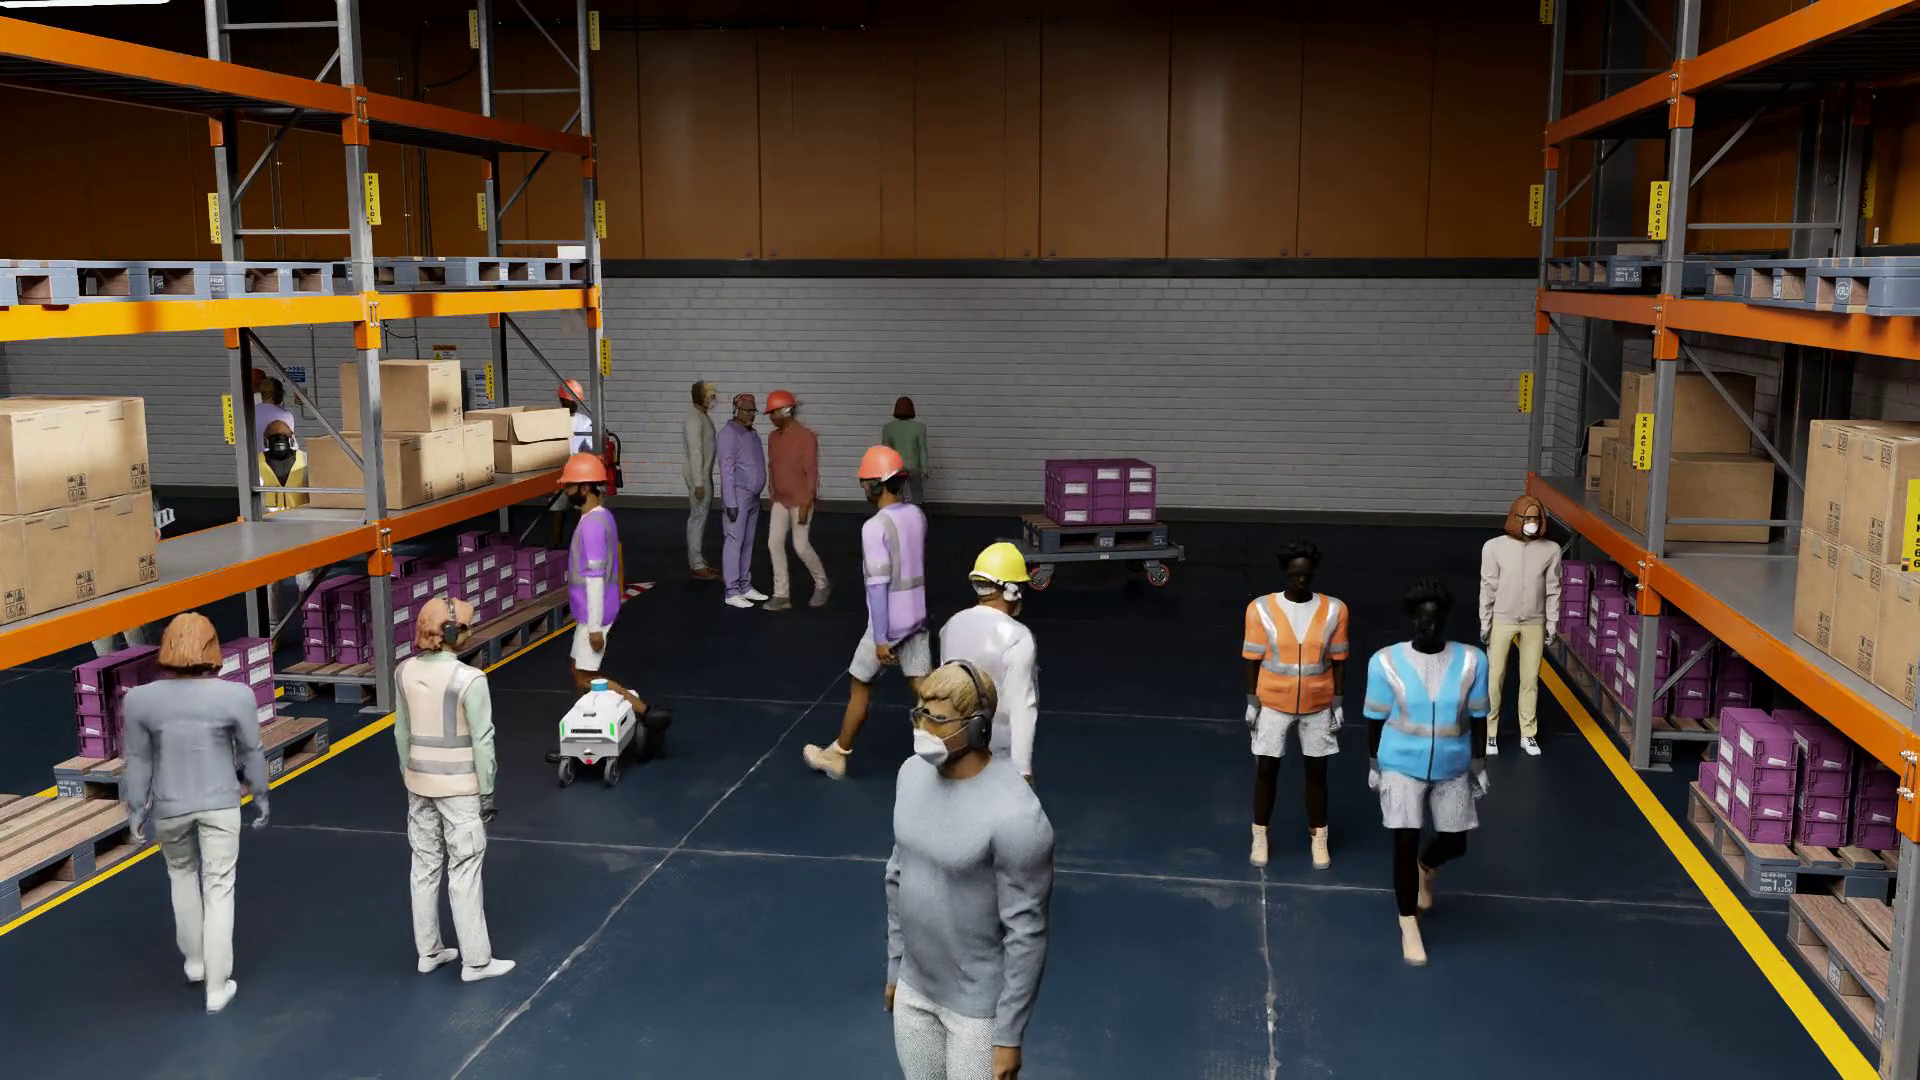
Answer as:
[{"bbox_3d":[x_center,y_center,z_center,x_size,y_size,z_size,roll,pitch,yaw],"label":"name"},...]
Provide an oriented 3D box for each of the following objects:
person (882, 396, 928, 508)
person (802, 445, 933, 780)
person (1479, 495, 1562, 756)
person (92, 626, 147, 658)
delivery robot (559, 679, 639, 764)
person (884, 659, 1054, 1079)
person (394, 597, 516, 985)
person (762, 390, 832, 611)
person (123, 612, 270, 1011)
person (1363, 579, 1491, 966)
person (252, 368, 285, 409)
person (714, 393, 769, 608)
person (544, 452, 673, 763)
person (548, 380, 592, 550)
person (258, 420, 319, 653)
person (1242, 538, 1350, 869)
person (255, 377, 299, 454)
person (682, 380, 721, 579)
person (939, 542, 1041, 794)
[{"bbox_3d":[-0.596,-0.765,18.233,0.527,1.617,0.349,2,9,11],"label":"person"},{"bbox_3d":[-0.463,0.449,9.615,1.036,1.993,0.632,6,11,32],"label":"person"},{"bbox_3d":[3.449,0.527,10.276,0.497,1.629,0.277,0,9,2],"label":"person"},{"bbox_3d":[-6.159,0.173,11.976,0.733,1.789,0.442,4,10,23],"label":"person"},{"bbox_3d":[-2.142,1.073,9.909,0.477,0.478,0.707,0,9,1],"label":"delivery robot"},{"bbox_3d":[-0.006,1.281,4.664,0.372,1.940,0.632,-7,12,-38],"label":"person"},{"bbox_3d":[-2.158,1.051,7.005,0.515,1.638,0.315,5,10,28],"label":"person"},{"bbox_3d":[-1.455,-0.356,14.687,0.633,1.953,0.699,8,12,40],"label":"person"},{"bbox_3d":[-3.122,1.085,6.868,0.520,1.611,0.624,-2,9,-14],"label":"person"},{"bbox_3d":[2.031,0.978,7.307,0.547,1.681,0.569,1,9,5],"label":"person"},{"bbox_3d":[-7.982,-1.018,19.015,0.355,1.882,0.576,9,13,43],"label":"person"},{"bbox_3d":[-1.927,-0.359,14.892,0.403,1.904,0.637,3,10,17],"label":"person"},{"bbox_3d":[-2.154,0.424,10.032,0.700,1.920,0.547,-1,9,-8],"label":"person"},{"bbox_3d":[-3.834,-0.615,16.408,0.545,1.926,0.380,-7,11,-36],"label":"person"},{"bbox_3d":[-5.296,-0.026,13.068,0.621,1.836,0.430,-4,10,-23],"label":"person"},{"bbox_3d":[1.670,0.816,8.311,0.533,1.688,0.320,1,9,3],"label":"person"},{"bbox_3d":[-6.873,-0.663,16.652,0.634,1.937,0.355,4,10,23],"label":"person"},{"bbox_3d":[-2.528,-0.595,16.232,0.355,1.936,0.635,-1,9,-3],"label":"person"},{"bbox_3d":[0.109,0.920,7.282,0.567,1.809,0.604,-6,11,-34],"label":"person"}]
